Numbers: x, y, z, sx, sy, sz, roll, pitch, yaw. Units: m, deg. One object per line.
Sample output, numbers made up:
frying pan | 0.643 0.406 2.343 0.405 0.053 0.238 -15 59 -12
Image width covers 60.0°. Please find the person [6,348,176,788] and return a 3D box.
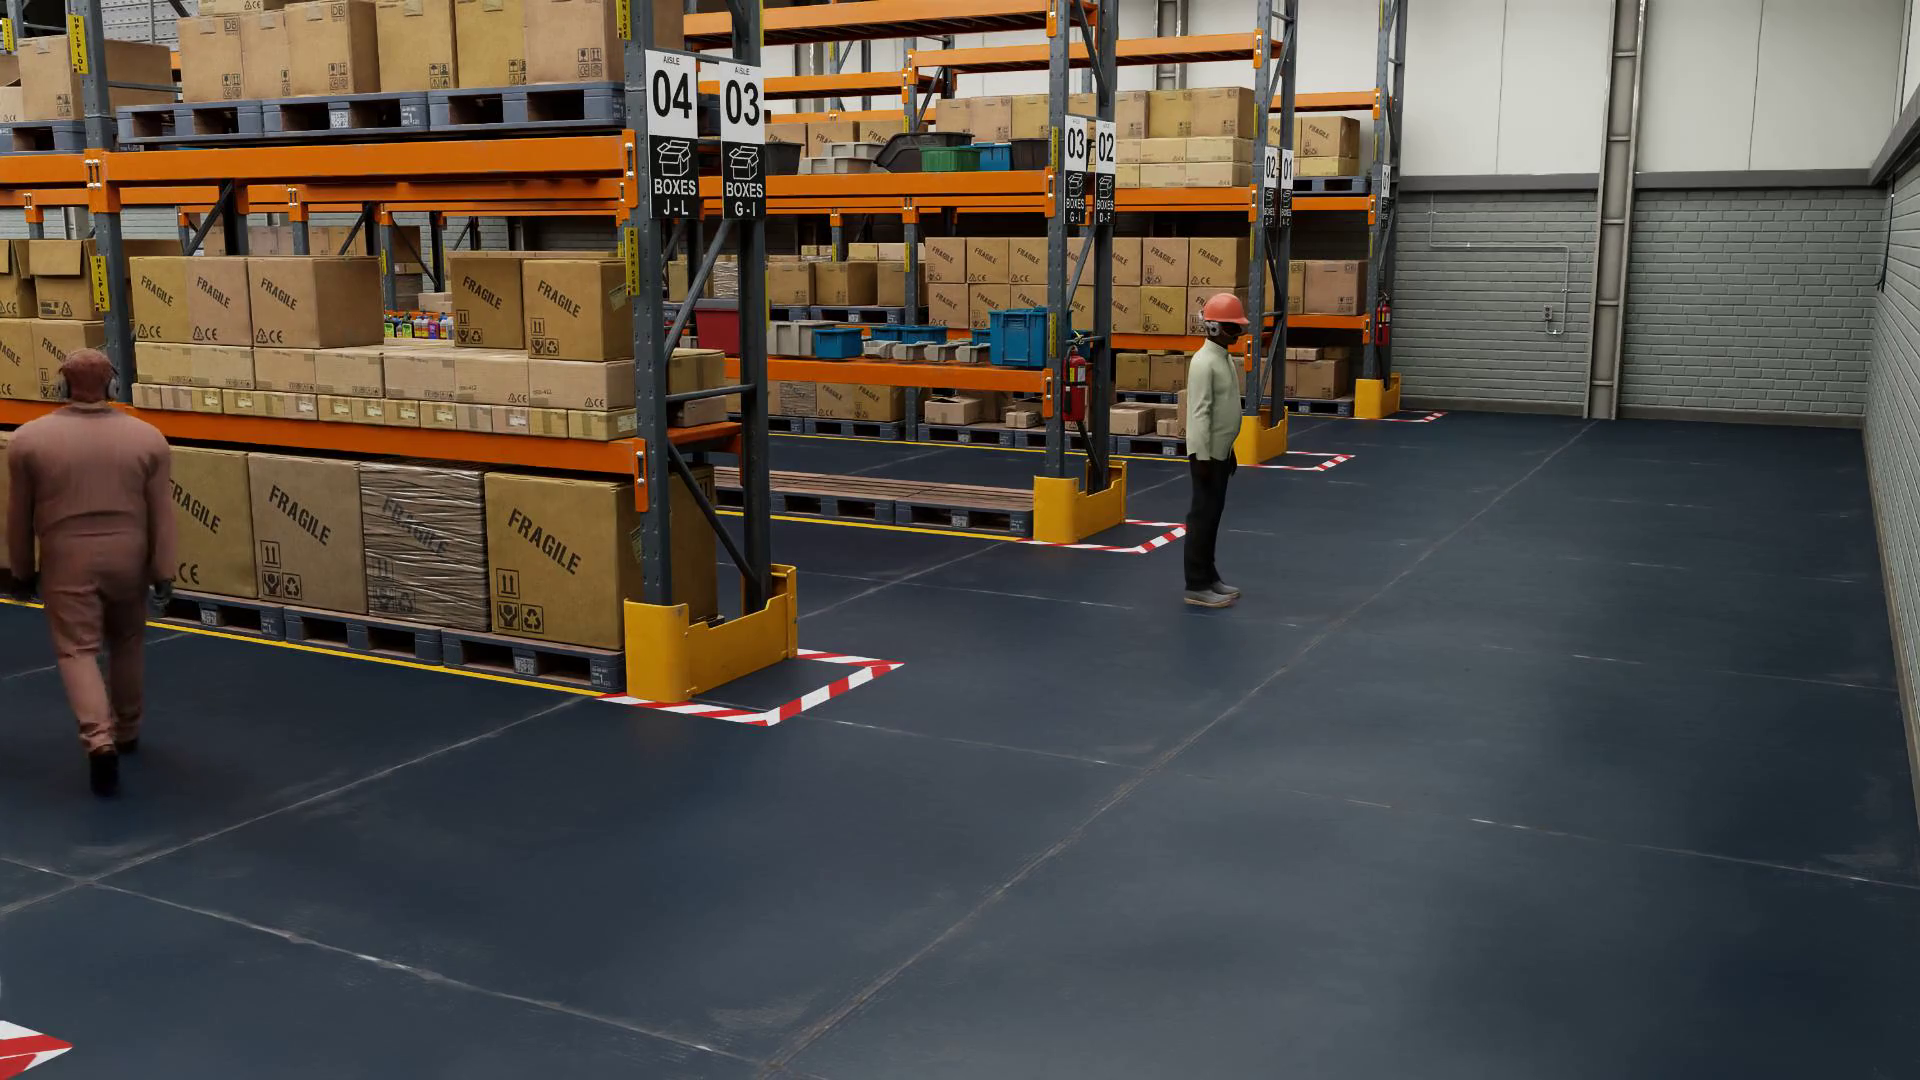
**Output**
person | -3.764 0.103 7.250 0.650 1.874 0.909 -7 13 -34

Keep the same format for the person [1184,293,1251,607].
person | 1.632 -0.570 10.605 0.402 1.987 0.609 4 11 22
